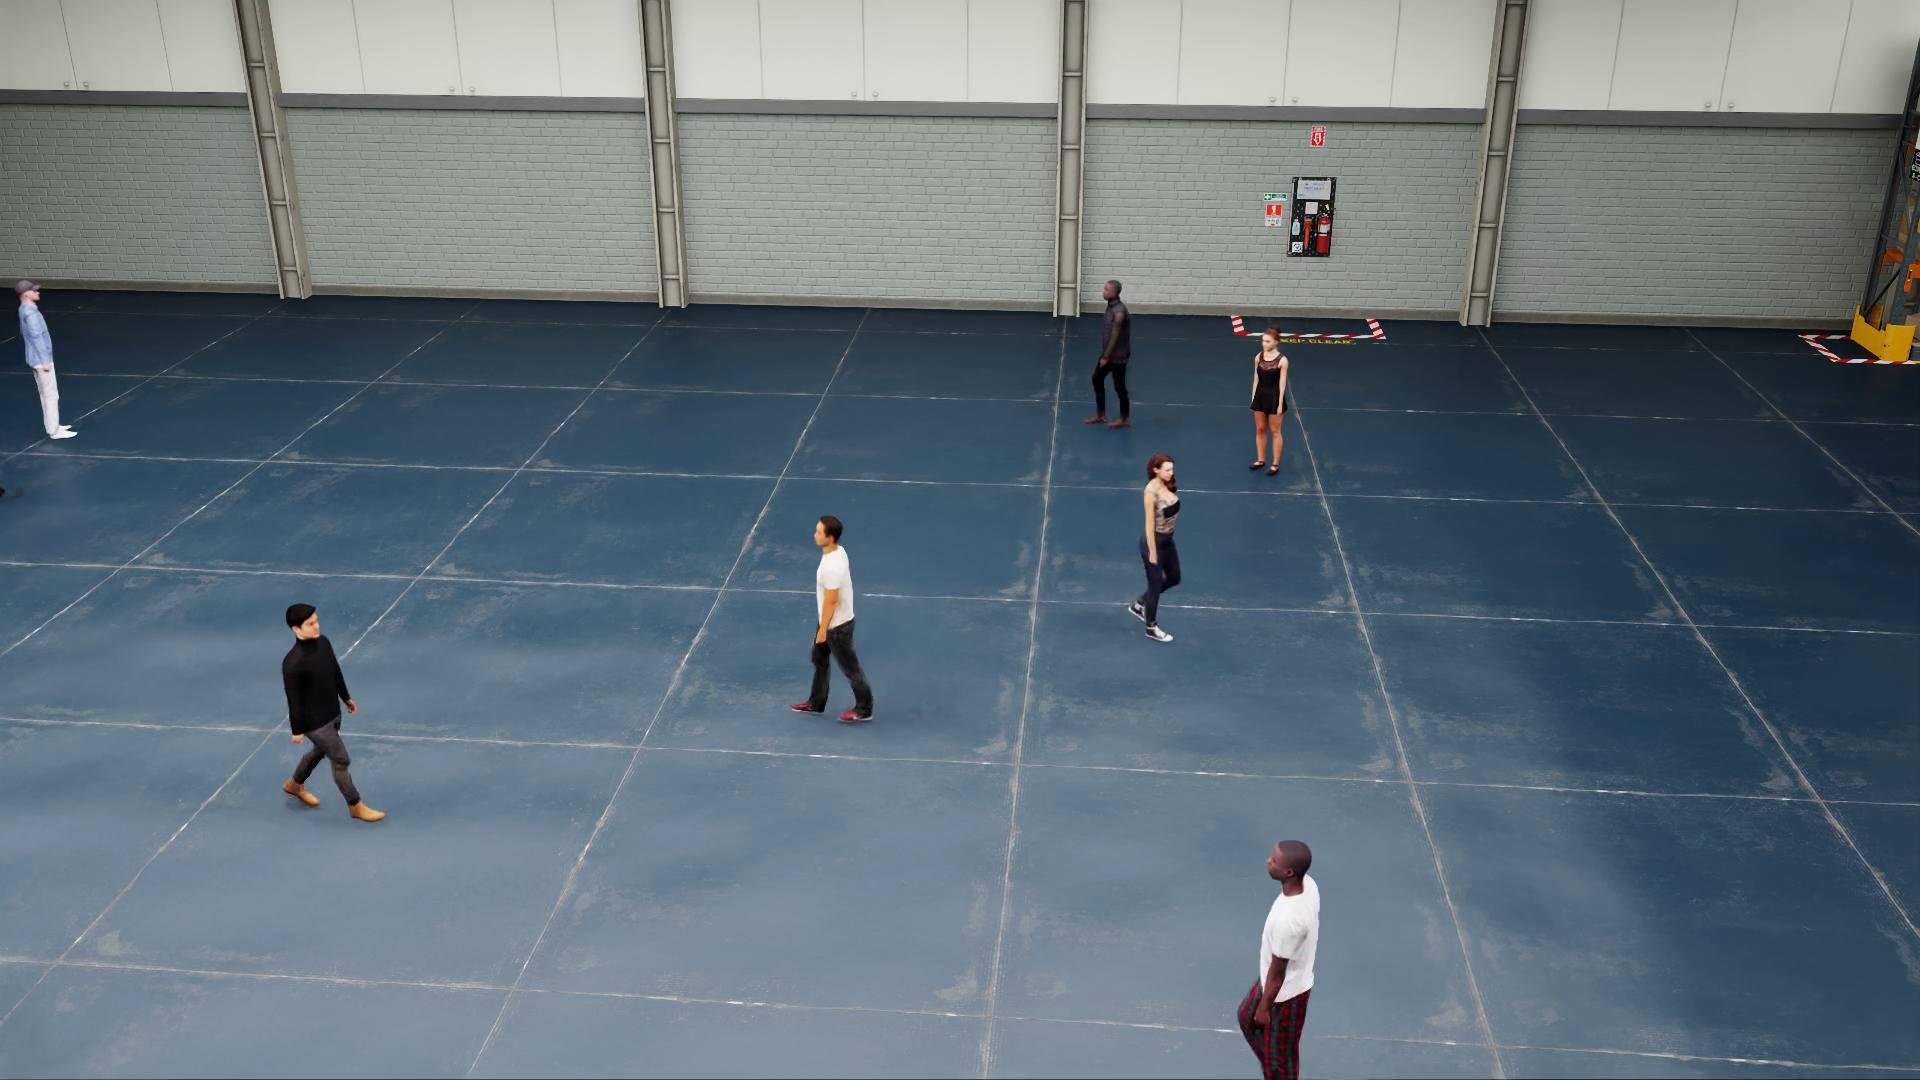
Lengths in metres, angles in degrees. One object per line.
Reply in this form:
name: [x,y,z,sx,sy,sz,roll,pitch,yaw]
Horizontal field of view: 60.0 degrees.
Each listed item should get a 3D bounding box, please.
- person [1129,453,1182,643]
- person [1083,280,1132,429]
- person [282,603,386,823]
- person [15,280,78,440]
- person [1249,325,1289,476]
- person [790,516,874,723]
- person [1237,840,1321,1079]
person: [1.662,0.044,14.639,0.820,1.761,0.764,13,26,28]
person: [1.935,-2.198,19.842,0.902,1.815,0.830,-6,24,-13]
person: [-4.652,1.223,11.936,1.074,1.706,0.664,3,23,7]
person: [-10.837,-2.136,19.604,0.780,1.887,0.728,-17,28,-35]
person: [3.456,-1.571,18.538,0.672,1.680,0.751,20,30,38]
person: [-0.888,0.642,13.209,0.959,1.778,0.774,-3,23,-6]
person: [1.830,2.421,8.964,0.730,1.828,0.747,8,24,18]
